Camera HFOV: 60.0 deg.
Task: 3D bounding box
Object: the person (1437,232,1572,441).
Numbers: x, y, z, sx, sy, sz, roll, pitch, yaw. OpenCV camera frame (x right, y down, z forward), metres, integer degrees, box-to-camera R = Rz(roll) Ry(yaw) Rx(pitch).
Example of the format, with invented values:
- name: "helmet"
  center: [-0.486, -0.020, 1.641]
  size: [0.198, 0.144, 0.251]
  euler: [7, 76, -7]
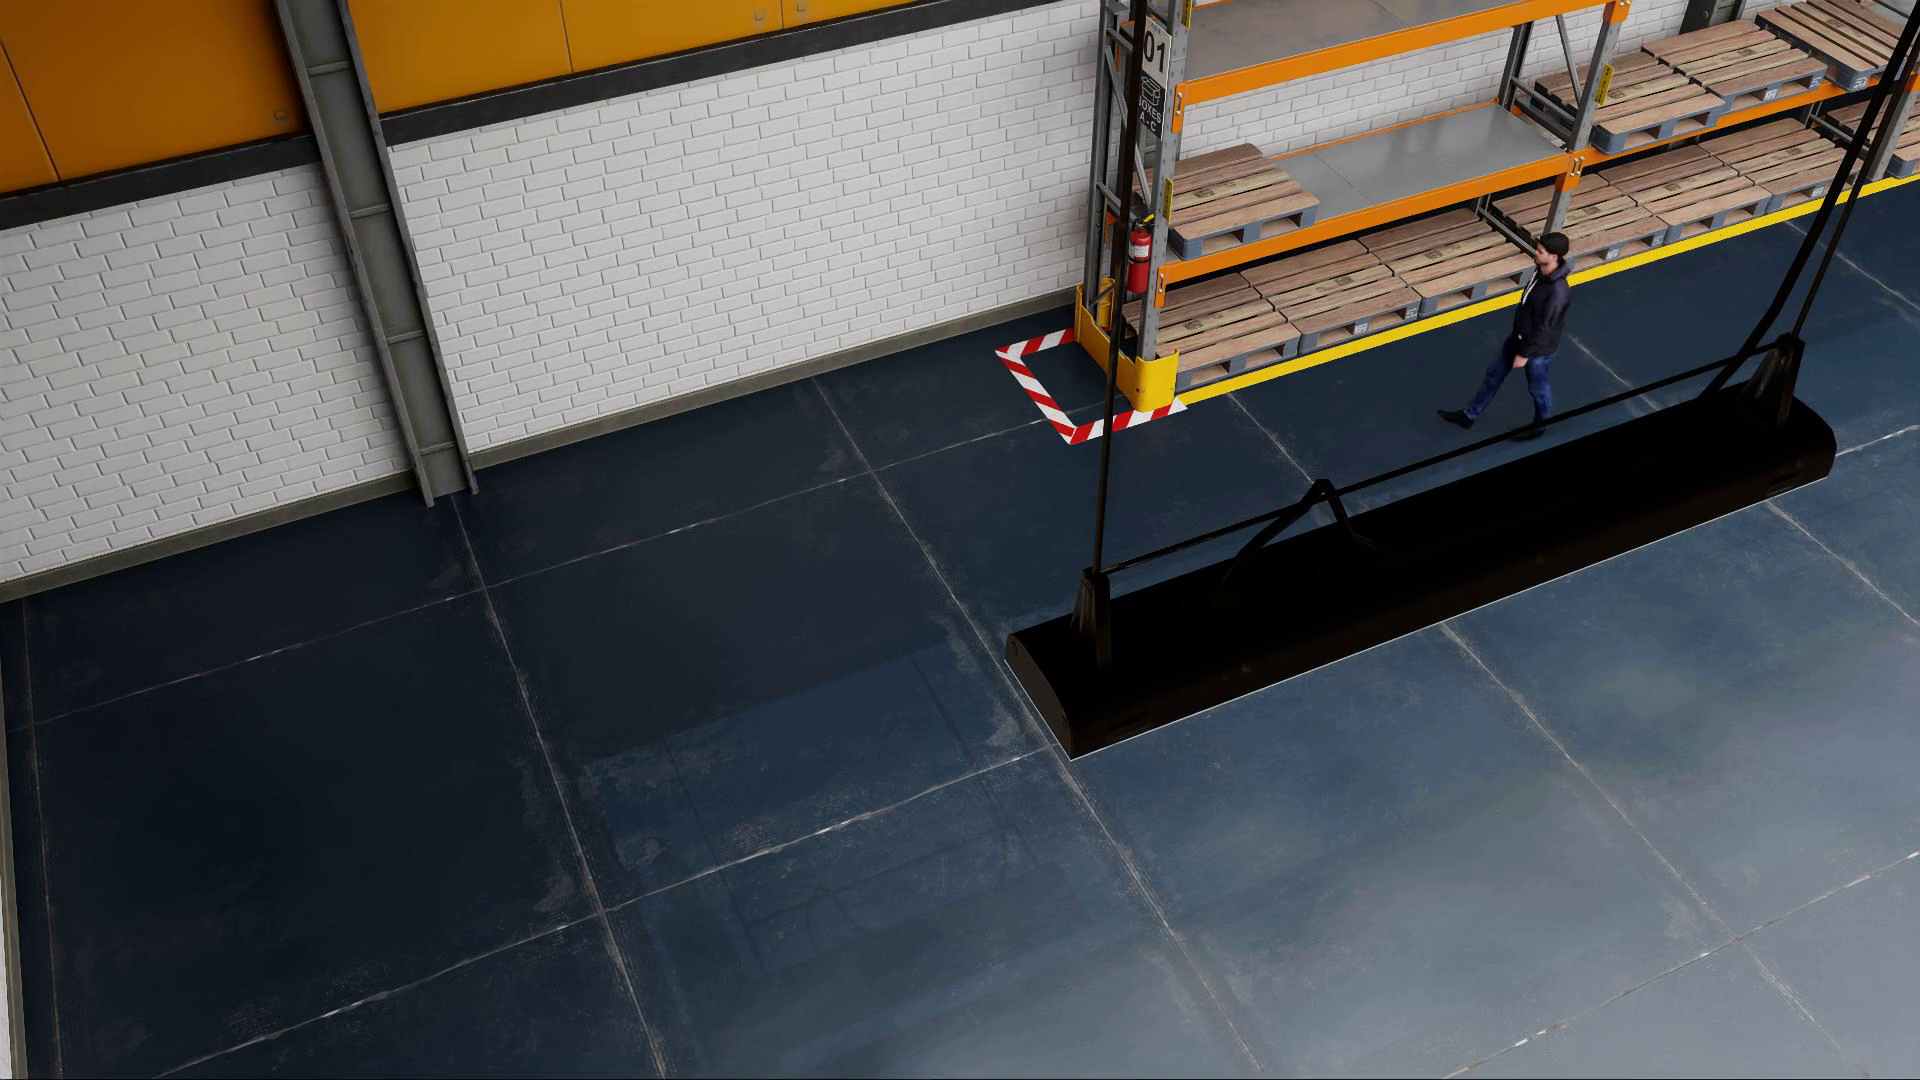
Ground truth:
- name: "person"
  center: [4.391, -1.472, 12.443]
  size: [1.190, 1.851, 0.979]
  euler: [-1, 44, -1]
